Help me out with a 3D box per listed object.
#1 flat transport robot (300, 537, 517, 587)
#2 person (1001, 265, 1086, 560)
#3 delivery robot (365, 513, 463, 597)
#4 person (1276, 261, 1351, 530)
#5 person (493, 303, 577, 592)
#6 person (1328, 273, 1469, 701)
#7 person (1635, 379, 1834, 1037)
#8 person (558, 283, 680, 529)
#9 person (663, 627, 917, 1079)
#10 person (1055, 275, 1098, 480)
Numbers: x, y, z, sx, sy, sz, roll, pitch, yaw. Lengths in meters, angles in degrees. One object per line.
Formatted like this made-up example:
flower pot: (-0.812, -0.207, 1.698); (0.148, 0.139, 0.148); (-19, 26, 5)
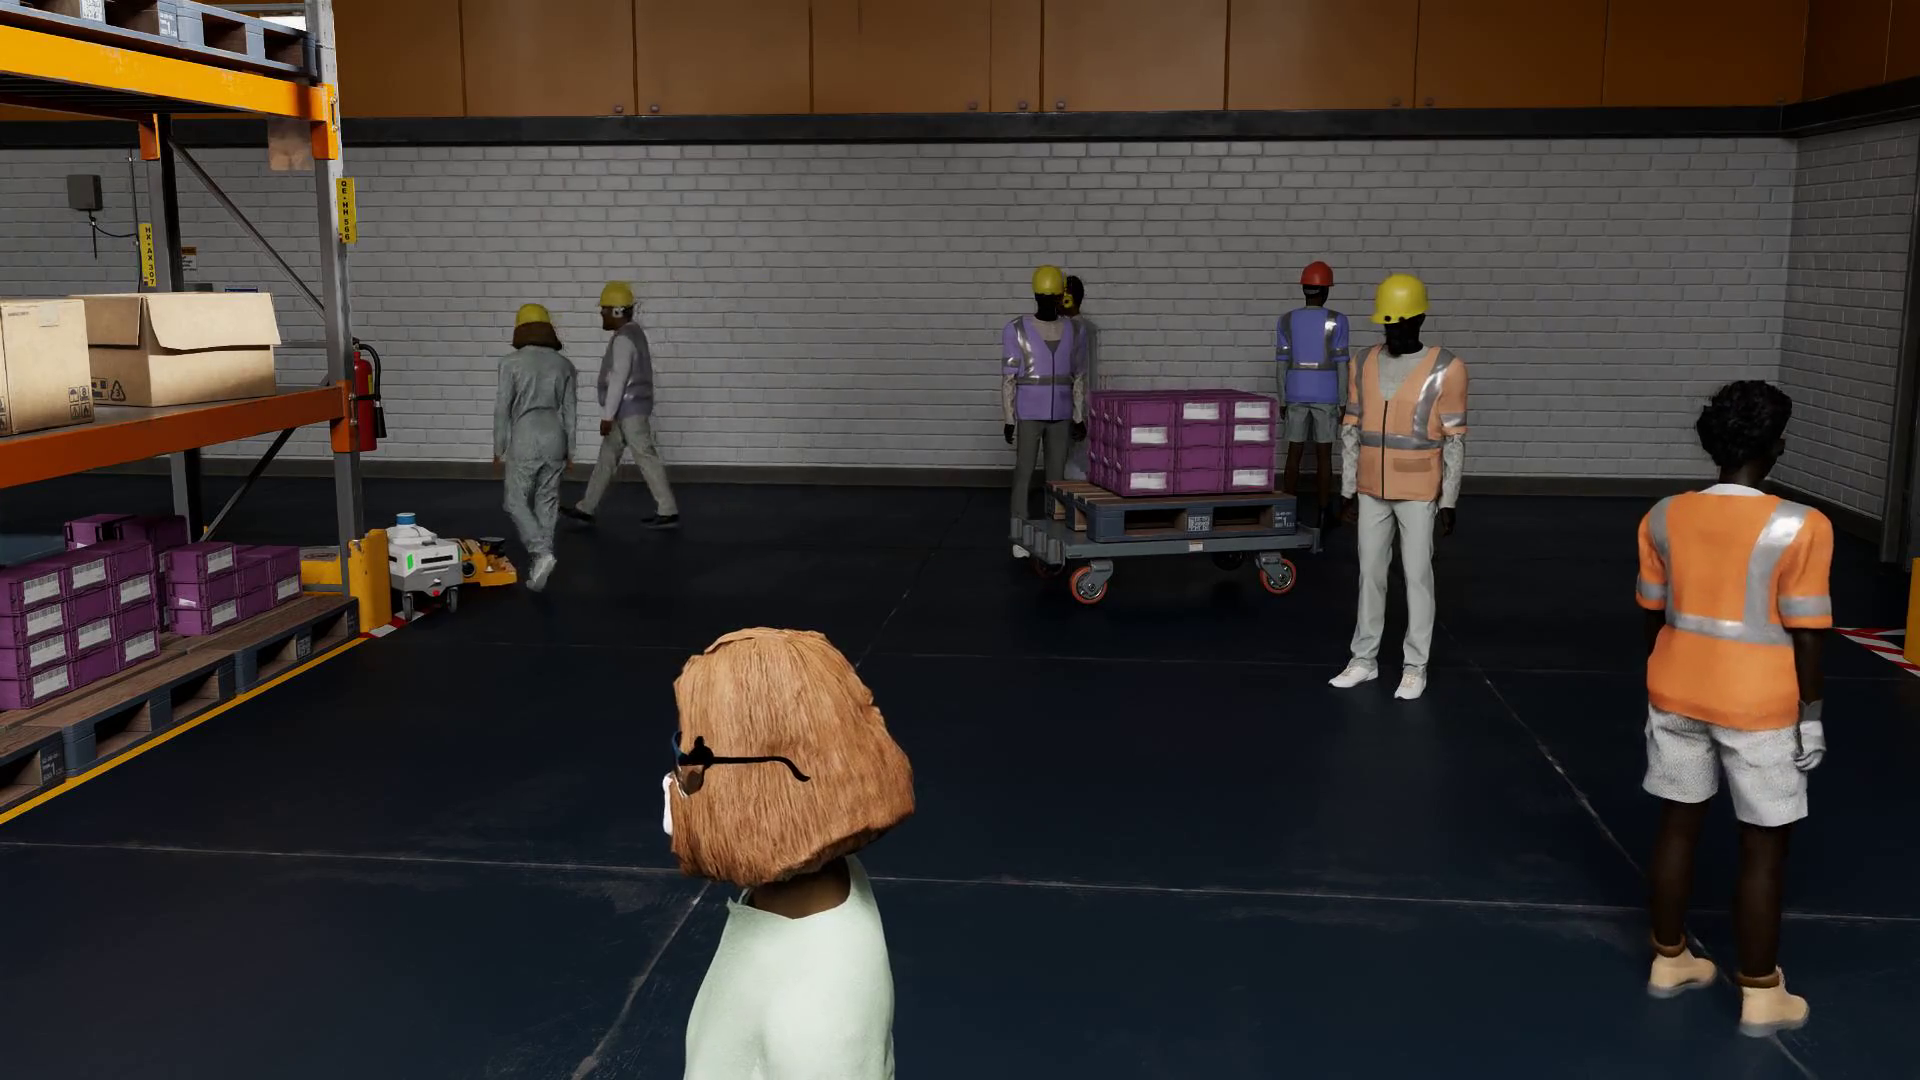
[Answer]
flat transport robot: (-3.429, 0.161, 9.953); (1.431, 0.197, 0.652); (-4, 11, -22)
person: (0.563, -0.834, 10.918); (0.591, 1.923, 0.381); (-4, 11, -19)
delivery robot: (-3.072, 0.092, 9.264); (0.477, 0.478, 0.707); (-9, 14, -43)
person: (2.560, -1.041, 12.069); (0.544, 1.939, 0.354); (5, 11, 28)
person: (-2.463, -0.527, 9.759); (0.536, 1.707, 0.549); (-8, 12, -37)
person: (1.972, -0.234, 7.508); (0.586, 1.917, 0.391); (9, 14, 43)
person: (2.004, 0.430, 4.353); (0.342, 1.695, 0.547); (-6, 12, -31)
person: (-2.468, -0.952, 11.998); (0.917, 1.780, 0.619); (-1, 10, -7)
person: (-0.191, 0.896, 1.845); (0.285, 1.633, 0.497); (-2, 10, -10)
person: (0.846, -0.895, 11.472); (0.599, 1.852, 0.550); (5, 11, 27)
